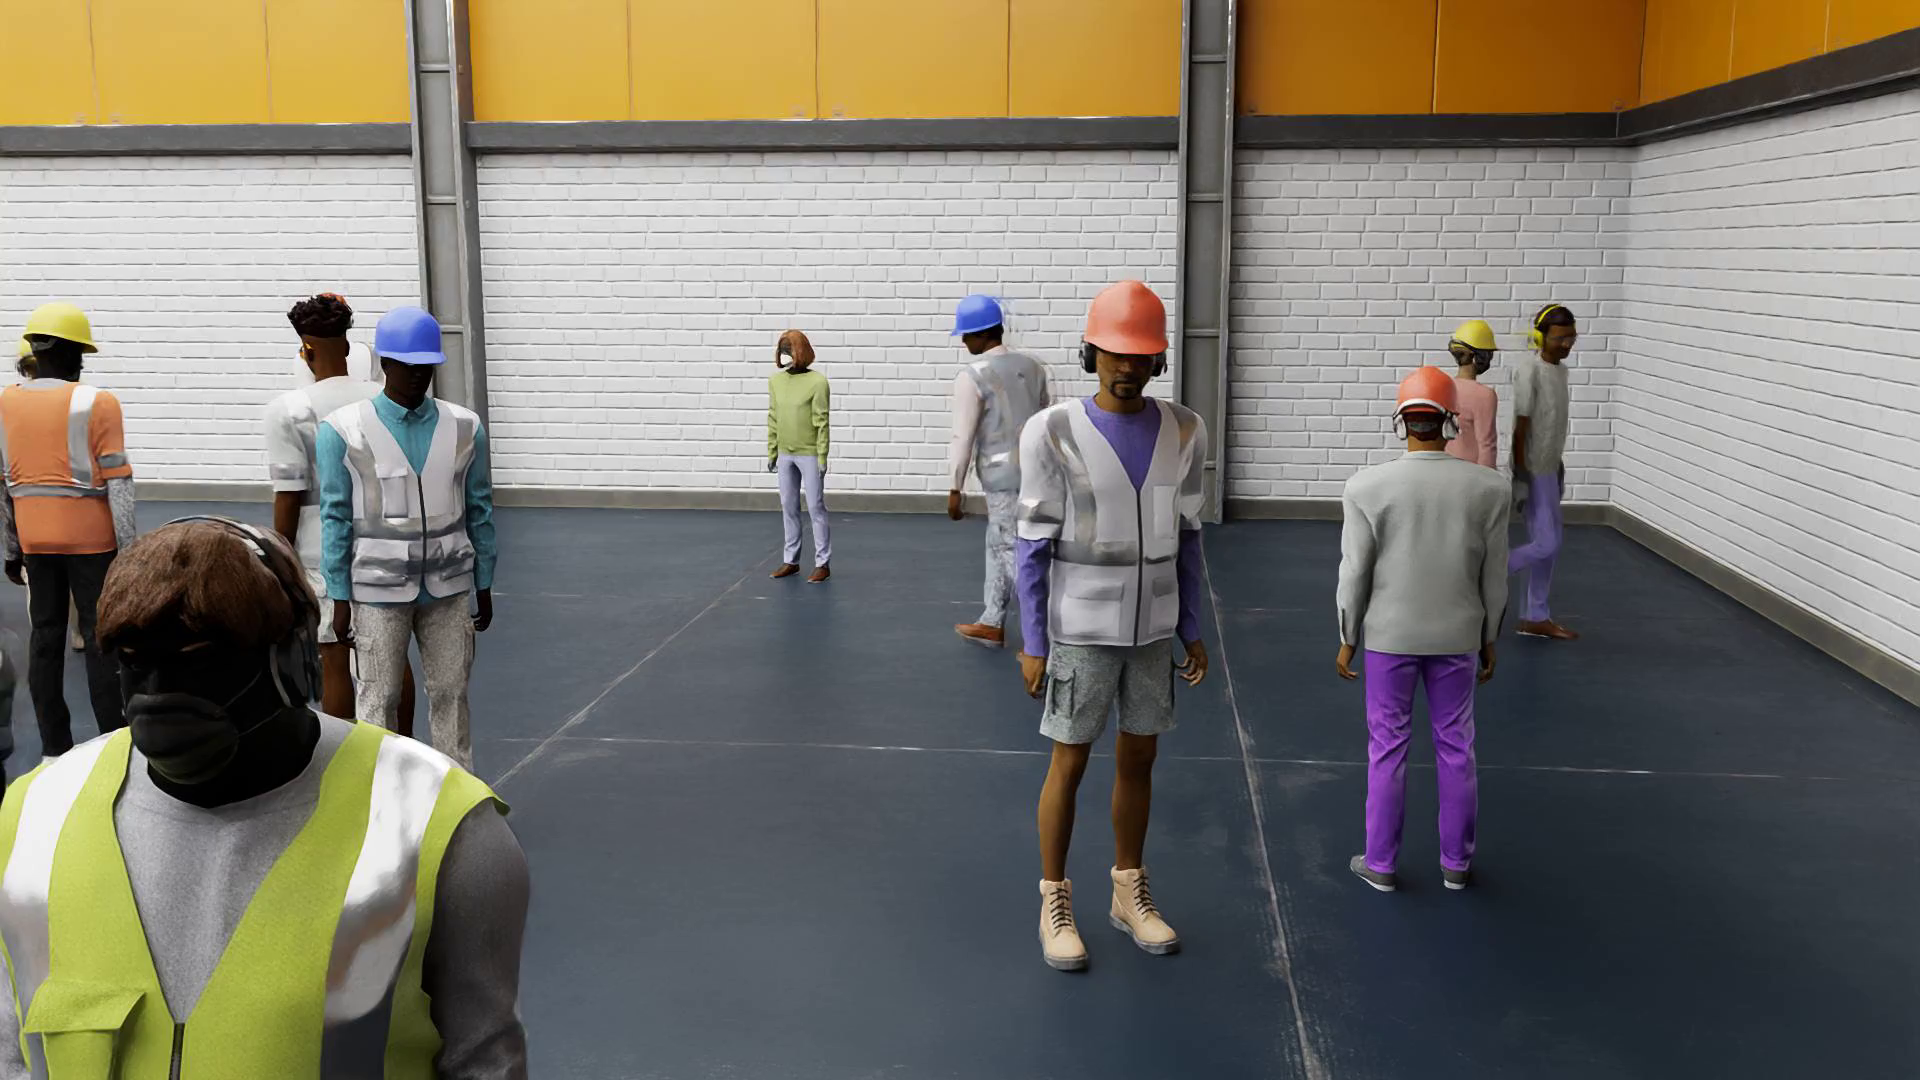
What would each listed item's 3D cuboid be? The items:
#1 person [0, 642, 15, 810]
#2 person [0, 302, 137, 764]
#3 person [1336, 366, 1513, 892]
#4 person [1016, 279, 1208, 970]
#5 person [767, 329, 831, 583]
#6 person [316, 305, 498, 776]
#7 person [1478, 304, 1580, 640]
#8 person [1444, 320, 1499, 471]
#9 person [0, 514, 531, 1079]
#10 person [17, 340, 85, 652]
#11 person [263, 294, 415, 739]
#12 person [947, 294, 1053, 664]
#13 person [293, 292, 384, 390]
[{"bbox_3d":[-2.035,0.719,3.319,0.499,1.687,0.538,3,10,15],"label":"person"},{"bbox_3d":[-3.618,0.000,6.770,0.585,1.916,0.390,1,10,4],"label":"person"},{"bbox_3d":[1.522,0.299,5.537,0.564,1.745,0.345,0,10,1],"label":"person"},{"bbox_3d":[0.472,0.258,4.932,0.613,2.039,0.393,-4,11,-22],"label":"person"},{"bbox_3d":[-1.035,-0.537,10.685,0.497,1.626,0.287,7,12,34],"label":"person"},{"bbox_3d":[-1.907,0.158,5.807,0.605,1.939,0.415,-7,12,-36],"label":"person"},{"bbox_3d":[3.100,-0.359,9.041,0.506,1.845,0.556,8,13,40],"label":"person"},{"bbox_3d":[2.688,-0.290,8.895,0.347,1.761,0.525,-3,10,-17],"label":"person"},{"bbox_3d":[-0.811,0.883,1.930,0.624,1.844,0.429,0,10,-3],"label":"person"},{"bbox_3d":[-4.627,-0.193,8.443,0.526,1.718,0.912,-6,12,-31],"label":"person"},{"bbox_3d":[-2.380,0.037,6.434,0.387,1.958,0.600,9,13,41],"label":"person"},{"bbox_3d":[0.214,-0.310,8.587,0.893,1.890,0.631,8,13,38],"label":"person"},{"bbox_3d":[-3.579,-0.489,9.662,0.356,1.883,0.575,7,12,35],"label":"person"}]
